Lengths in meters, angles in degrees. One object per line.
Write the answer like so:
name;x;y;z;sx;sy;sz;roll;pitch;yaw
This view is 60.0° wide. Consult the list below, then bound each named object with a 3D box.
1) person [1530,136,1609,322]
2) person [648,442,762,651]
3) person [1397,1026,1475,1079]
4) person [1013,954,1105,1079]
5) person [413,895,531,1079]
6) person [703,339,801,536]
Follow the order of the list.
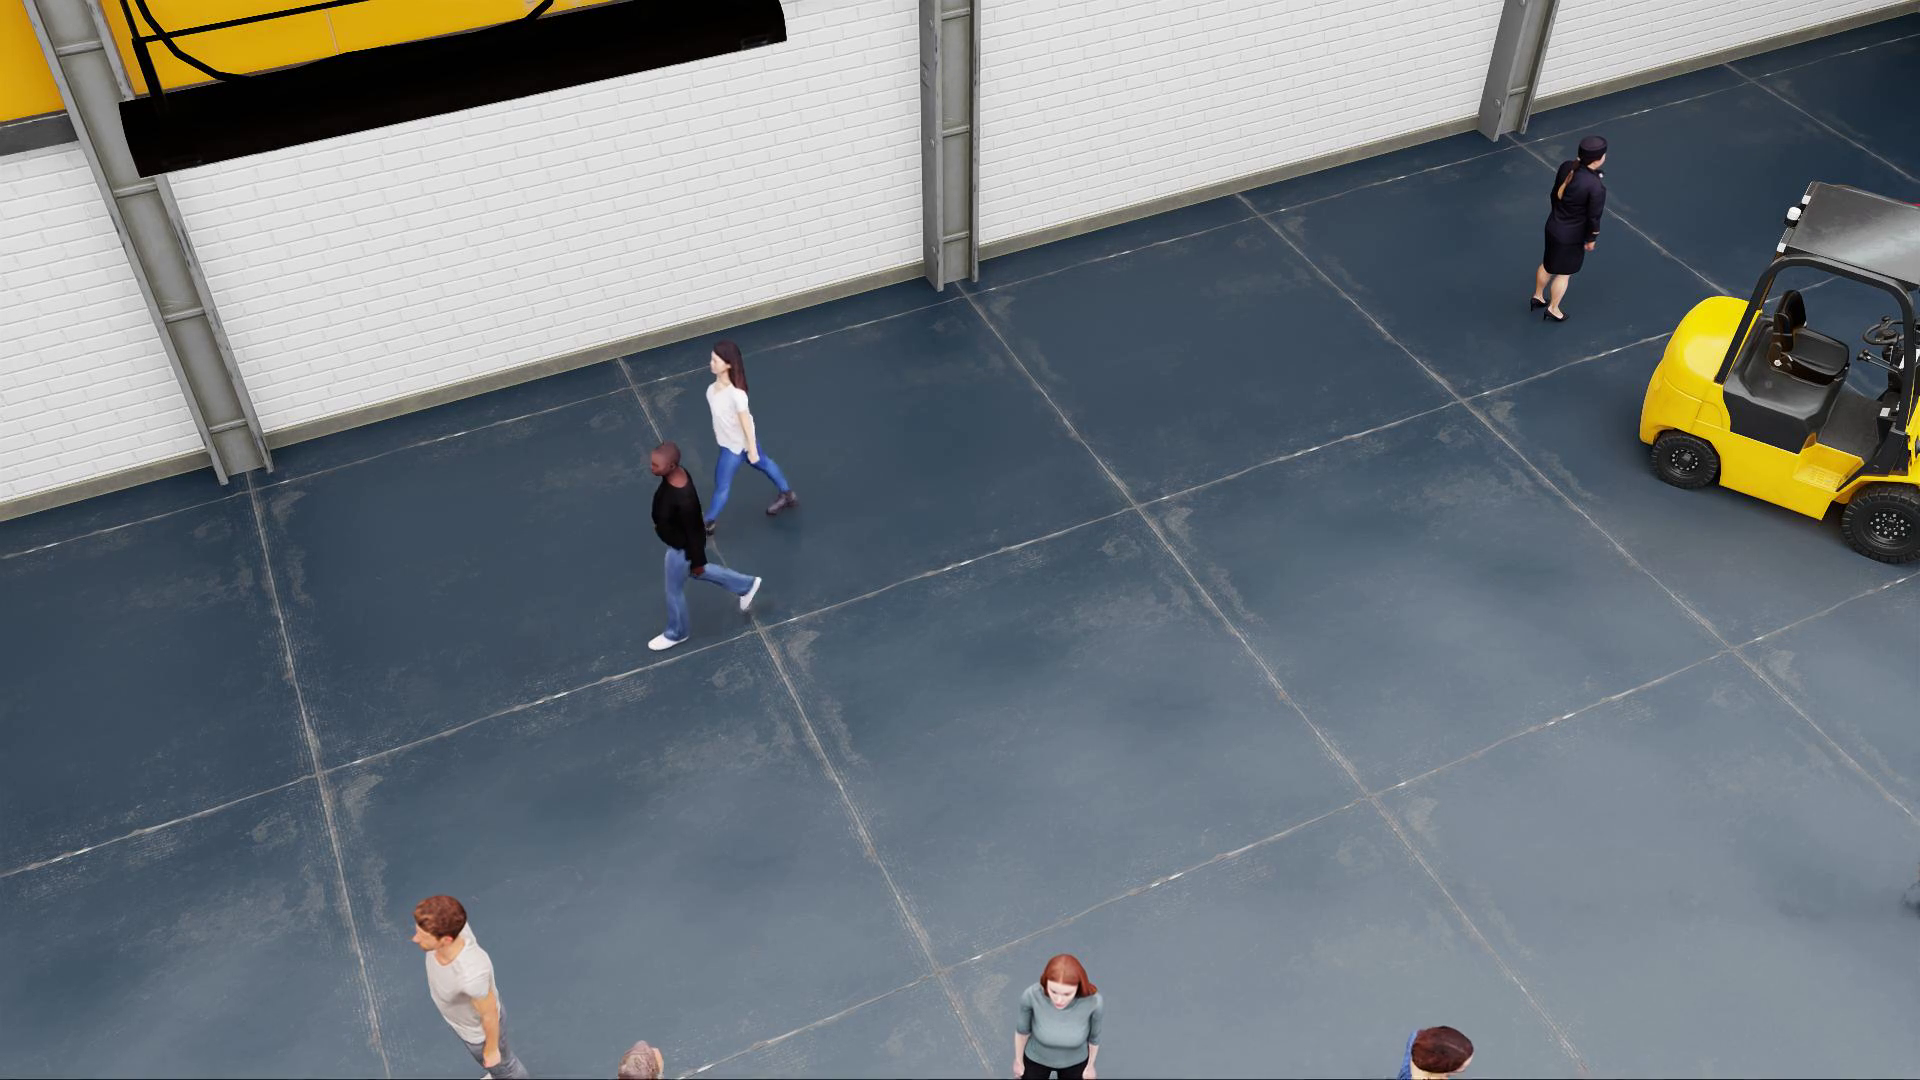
person;5.011;-2.552;13.695;0.607;1.671;0.680;-17;46;-17
person;-1.751;-0.009;10.987;1.080;1.723;0.635;-16;46;-16
person;2.019;2.850;7.971;1.271;1.746;0.907;-5;44;-5
person;0.476;2.575;8.261;0.631;1.743;0.727;3;44;4
person;-2.436;2.374;8.360;0.638;1.898;0.711;-28;50;-26
person;-1.490;-0.721;11.797;1.151;1.637;0.675;-14;45;-15
